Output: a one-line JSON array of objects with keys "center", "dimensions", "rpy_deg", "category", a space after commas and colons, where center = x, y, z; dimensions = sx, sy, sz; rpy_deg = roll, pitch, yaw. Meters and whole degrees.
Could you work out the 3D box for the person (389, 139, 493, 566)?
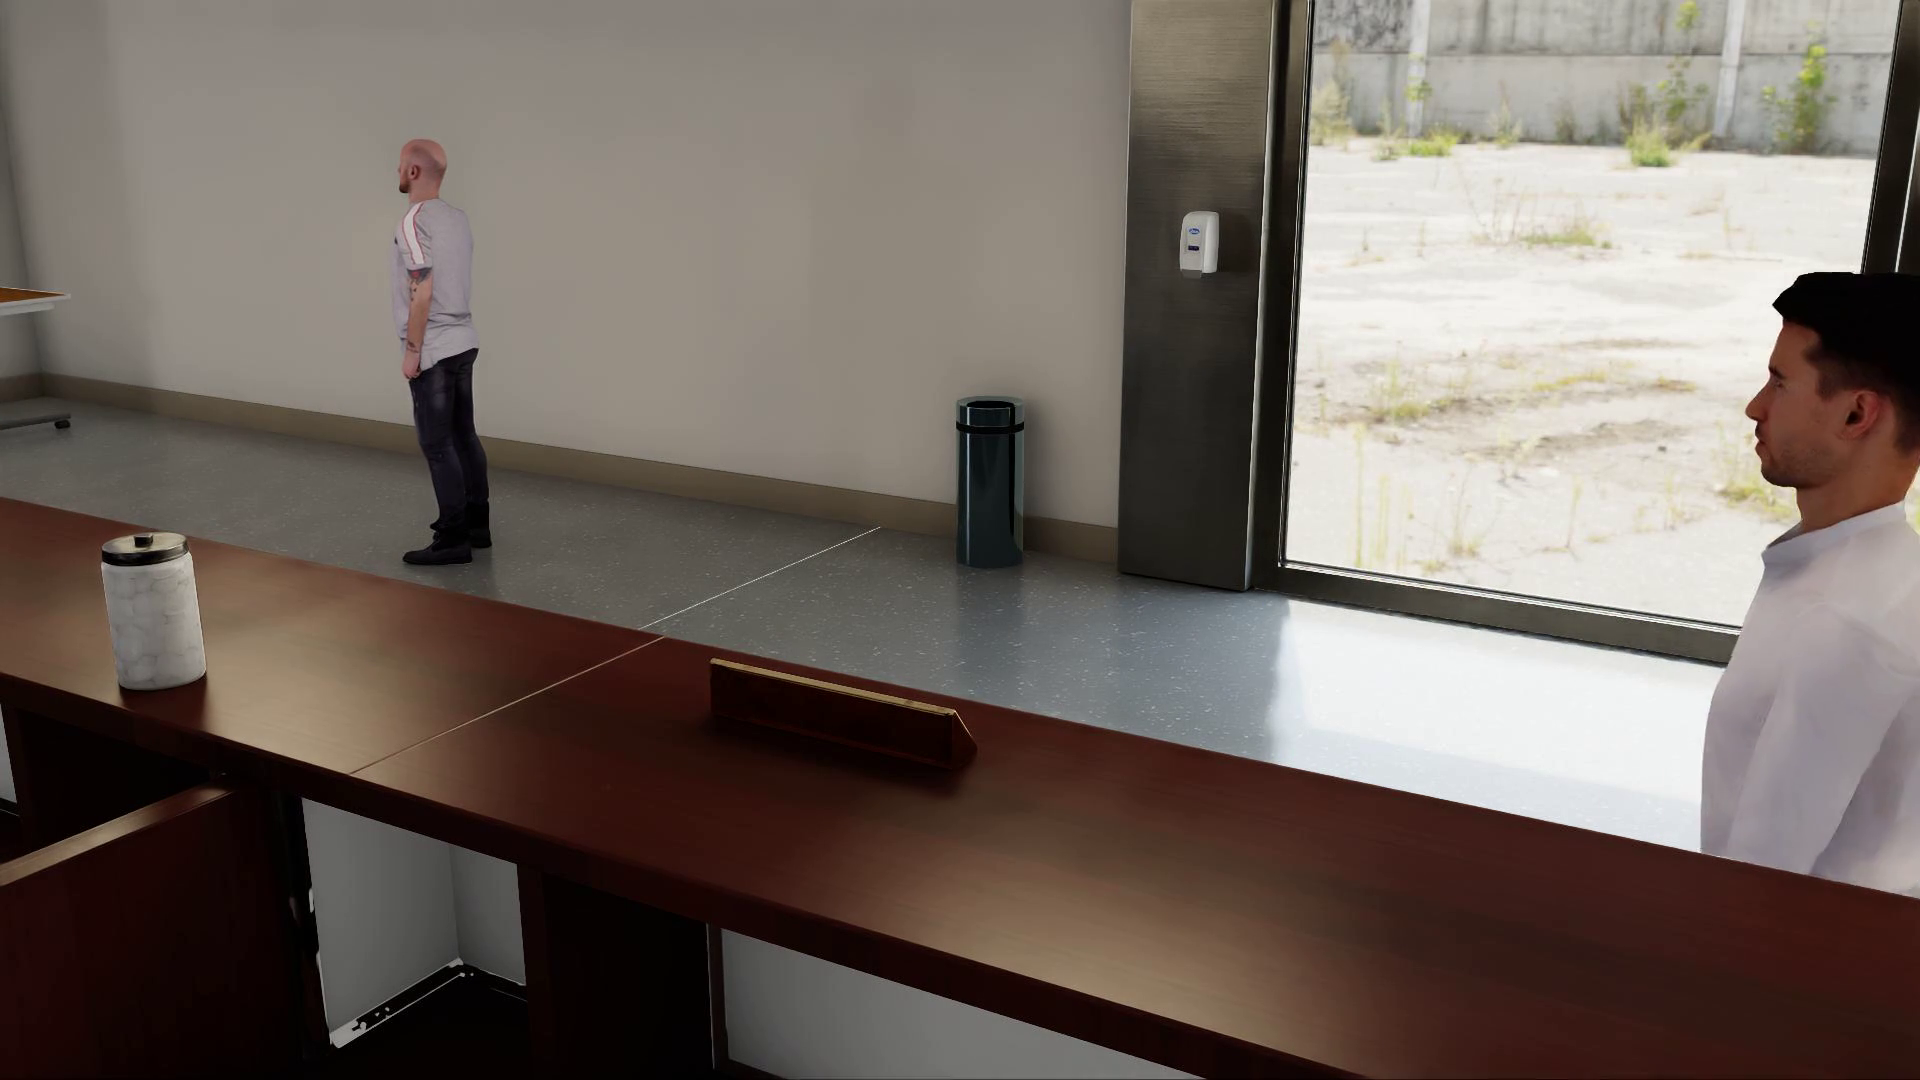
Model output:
[{"center": [-2.279, -0.822, 7.287], "dimensions": [0.806, 1.832, 0.661], "rpy_deg": [2, 16, 7], "category": "person"}]
